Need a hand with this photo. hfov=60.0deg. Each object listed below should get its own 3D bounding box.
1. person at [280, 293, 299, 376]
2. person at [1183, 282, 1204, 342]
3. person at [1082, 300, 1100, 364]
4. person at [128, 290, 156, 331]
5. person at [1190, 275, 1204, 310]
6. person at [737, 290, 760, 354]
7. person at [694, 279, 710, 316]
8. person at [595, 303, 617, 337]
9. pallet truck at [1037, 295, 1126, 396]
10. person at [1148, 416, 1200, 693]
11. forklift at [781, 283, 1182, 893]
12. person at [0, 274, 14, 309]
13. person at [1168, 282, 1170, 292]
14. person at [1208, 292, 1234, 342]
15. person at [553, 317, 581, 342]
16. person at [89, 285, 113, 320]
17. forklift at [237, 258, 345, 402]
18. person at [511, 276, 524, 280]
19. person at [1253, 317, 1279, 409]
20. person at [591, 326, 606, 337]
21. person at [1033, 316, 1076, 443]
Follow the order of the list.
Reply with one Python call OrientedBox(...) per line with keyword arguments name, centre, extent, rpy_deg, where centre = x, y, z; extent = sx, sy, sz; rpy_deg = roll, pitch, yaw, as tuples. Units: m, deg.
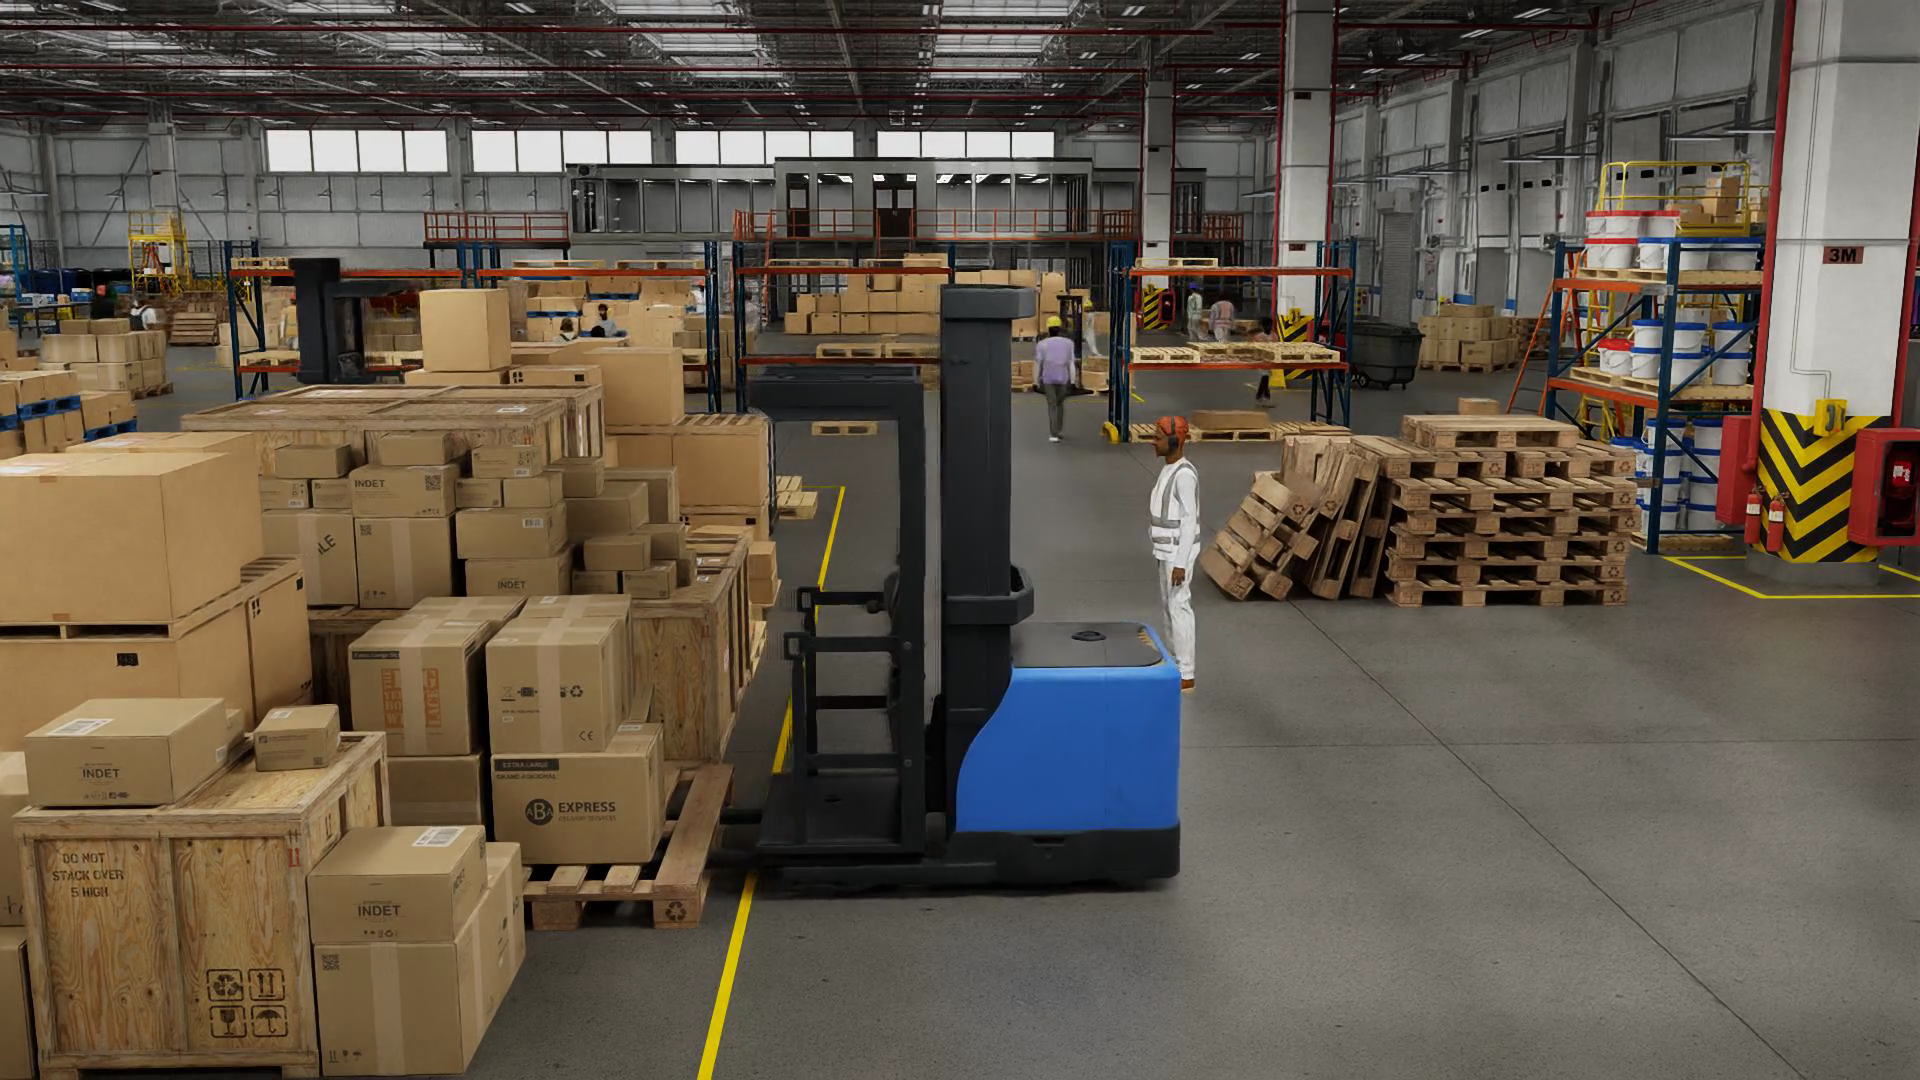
OrientedBox(name="person", centre=(-15.132, -4.666, 37.803), extent=(0.605, 1.883, 0.967), rpy_deg=(-2, 10, -11))
OrientedBox(name="person", centre=(6.460, -6.142, 45.866), extent=(0.503, 1.927, 0.607), rpy_deg=(7, 13, 36))
OrientedBox(name="person", centre=(2.975, -4.681, 38.363), extent=(0.891, 1.698, 0.495), rpy_deg=(1, 10, 6))
OrientedBox(name="person", centre=(-17.209, -4.231, 34.888), extent=(0.715, 2.000, 0.599), rpy_deg=(5, 11, 24))
OrientedBox(name="person", centre=(10.164, -10.748, 71.367), extent=(0.410, 1.975, 0.677), rpy_deg=(-8, 13, -38))
OrientedBox(name="person", centre=(-4.897, -4.815, 38.488), extent=(0.628, 1.926, 0.427), rpy_deg=(6, 12, 30))
OrientedBox(name="person", centre=(-7.881, -6.984, 50.633), extent=(0.546, 1.904, 0.930), rpy_deg=(-6, 12, -29))
OrientedBox(name="person", centre=(-6.888, -3.731, 32.635), extent=(0.519, 1.852, 0.749), rpy_deg=(2, 10, 13))
OrientedBox(name="pallet truck", centre=(2.483, -3.881, 33.060), extent=(1.885, 1.965, 0.823), rpy_deg=(-7, 13, -36))
OrientedBox(name="person", centre=(1.441, 0.099, 11.207), extent=(0.338, 1.882, 0.582), rpy_deg=(-1, 10, -4))
OrientedBox(name="forklift", centre=(0.090, 0.173, 8.014), extent=(1.873, 2.768, 1.129), rpy_deg=(0, 10, -2))
OrientedBox(name="person", centre=(-38.280, -9.920, 66.736), extent=(0.626, 1.995, 1.038), rpy_deg=(-4, 11, -21))
OrientedBox(name="person", centre=(7.916, -9.408, 64.372), extent=(0.644, 1.800, 0.916), rpy_deg=(-7, 12, -34))
OrientedBox(name="person", centre=(6.484, -5.285, 41.468), extent=(0.644, 1.792, 0.949), rpy_deg=(-5, 11, -27))
OrientedBox(name="person", centre=(-6.380, -2.712, 27.060), extent=(0.533, 1.810, 0.668), rpy_deg=(-6, 12, -30))
OrientedBox(name="person", centre=(-21.376, -5.358, 41.385), extent=(0.648, 1.967, 0.455), rpy_deg=(0, 10, 0))
OrientedBox(name="forklift", centre=(-8.137, -2.193, 21.198), extent=(1.873, 2.768, 1.129), rpy_deg=(0, 10, -2))
OrientedBox(name="person", centre=(-19.069, -10.726, 71.589), extent=(0.586, 1.860, 0.740), rpy_deg=(-7, 12, -33))
OrientedBox(name="person", centre=(5.644, -3.221, 30.331), extent=(0.539, 1.655, 0.819), rpy_deg=(-6, 12, -31))
OrientedBox(name="person", centre=(-4.889, -1.936, 22.491), extent=(0.596, 1.907, 0.412), rpy_deg=(2, 10, 11))
OrientedBox(name="person", centre=(1.413, -2.455, 25.383), extent=(0.625, 1.893, 0.834), rpy_deg=(-2, 10, -10))
